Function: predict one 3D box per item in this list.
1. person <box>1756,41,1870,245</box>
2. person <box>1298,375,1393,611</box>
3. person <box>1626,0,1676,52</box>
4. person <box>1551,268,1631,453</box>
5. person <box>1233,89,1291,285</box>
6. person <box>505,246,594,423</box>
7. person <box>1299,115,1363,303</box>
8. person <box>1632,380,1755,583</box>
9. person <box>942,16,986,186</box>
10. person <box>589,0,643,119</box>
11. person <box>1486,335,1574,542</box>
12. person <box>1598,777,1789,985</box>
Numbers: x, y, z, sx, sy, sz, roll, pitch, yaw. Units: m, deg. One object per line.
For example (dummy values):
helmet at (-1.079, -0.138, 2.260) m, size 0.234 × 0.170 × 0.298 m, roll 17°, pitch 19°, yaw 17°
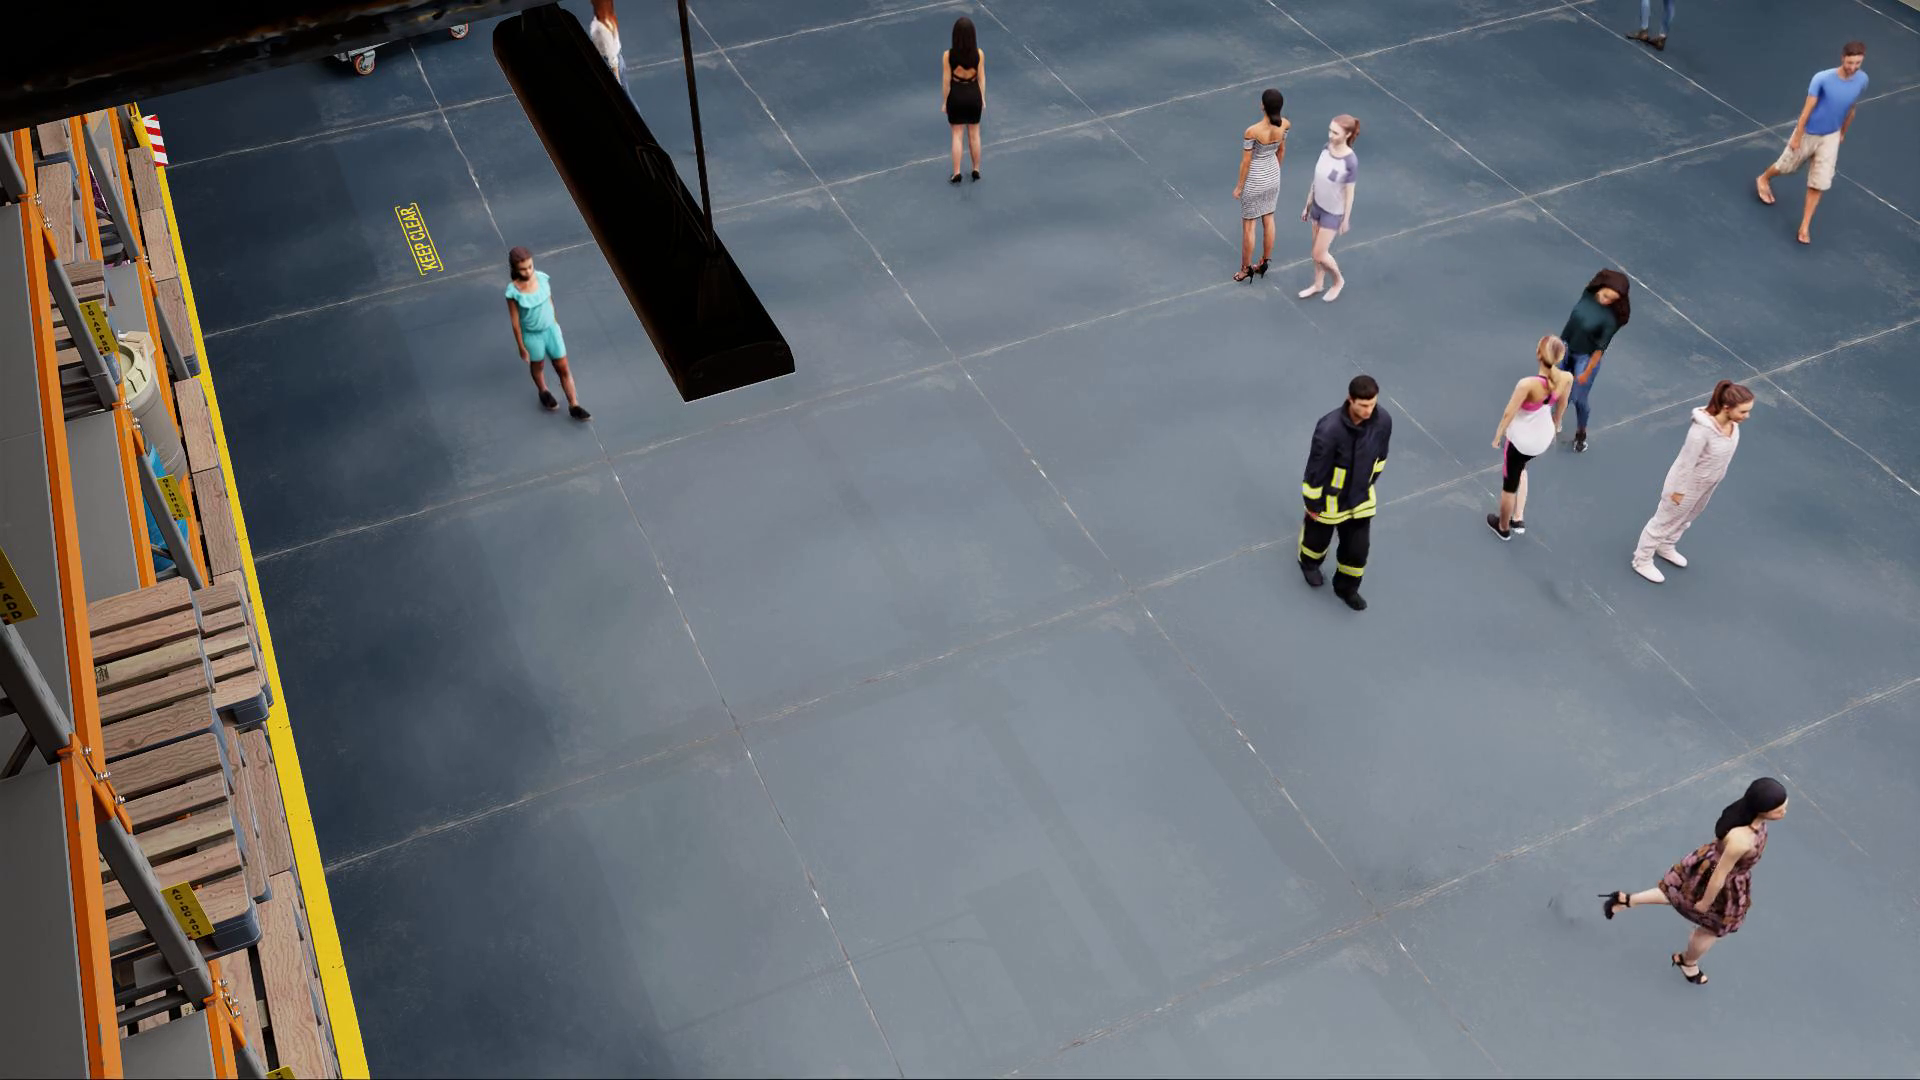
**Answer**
person at (7.622, -3.685, 14.859) m, size 1.075 × 1.833 × 1.332 m, roll 0°, pitch 44°, yaw 0°
person at (2.573, -0.436, 11.394) m, size 0.880 × 1.907 × 0.959 m, roll -11°, pitch 45°, yaw -11°
person at (7.477, -5.892, 17.319) m, size 0.601 × 1.634 × 0.640 m, roll -20°, pitch 47°, yaw -20°
person at (4.737, -1.452, 12.683) m, size 0.805 × 1.600 × 0.614 m, roll 2°, pitch 44°, yaw 2°
person at (2.566, -3.001, 14.149) m, size 0.585 × 1.822 × 0.507 m, roll -18°, pitch 47°, yaw -18°
person at (-3.323, -1.649, 12.934) m, size 0.707 × 1.539 × 0.923 m, roll -30°, pitch 51°, yaw -28°
person at (3.181, -2.805, 13.990) m, size 0.620 × 1.757 × 0.543 m, roll -18°, pitch 46°, yaw -18°
person at (5.082, -0.442, 11.561) m, size 0.671 × 1.685 × 0.630 m, roll -27°, pitch 50°, yaw -25°
person at (0.039, -4.037, 15.360) m, size 0.609 × 1.650 × 0.582 m, roll -4°, pitch 44°, yaw -5°
person at (-3.220, -4.471, 15.777) m, size 0.886 × 1.705 × 0.934 m, roll 2°, pitch 44°, yaw 2°
person at (4.039, -0.645, 11.704) m, size 0.657 × 1.783 × 0.657 m, roll -12°, pitch 45°, yaw -12°
person at (4.059, 1.836, 9.119) m, size 1.054 × 1.756 × 0.948 m, roll 20°, pitch 47°, yaw 20°
